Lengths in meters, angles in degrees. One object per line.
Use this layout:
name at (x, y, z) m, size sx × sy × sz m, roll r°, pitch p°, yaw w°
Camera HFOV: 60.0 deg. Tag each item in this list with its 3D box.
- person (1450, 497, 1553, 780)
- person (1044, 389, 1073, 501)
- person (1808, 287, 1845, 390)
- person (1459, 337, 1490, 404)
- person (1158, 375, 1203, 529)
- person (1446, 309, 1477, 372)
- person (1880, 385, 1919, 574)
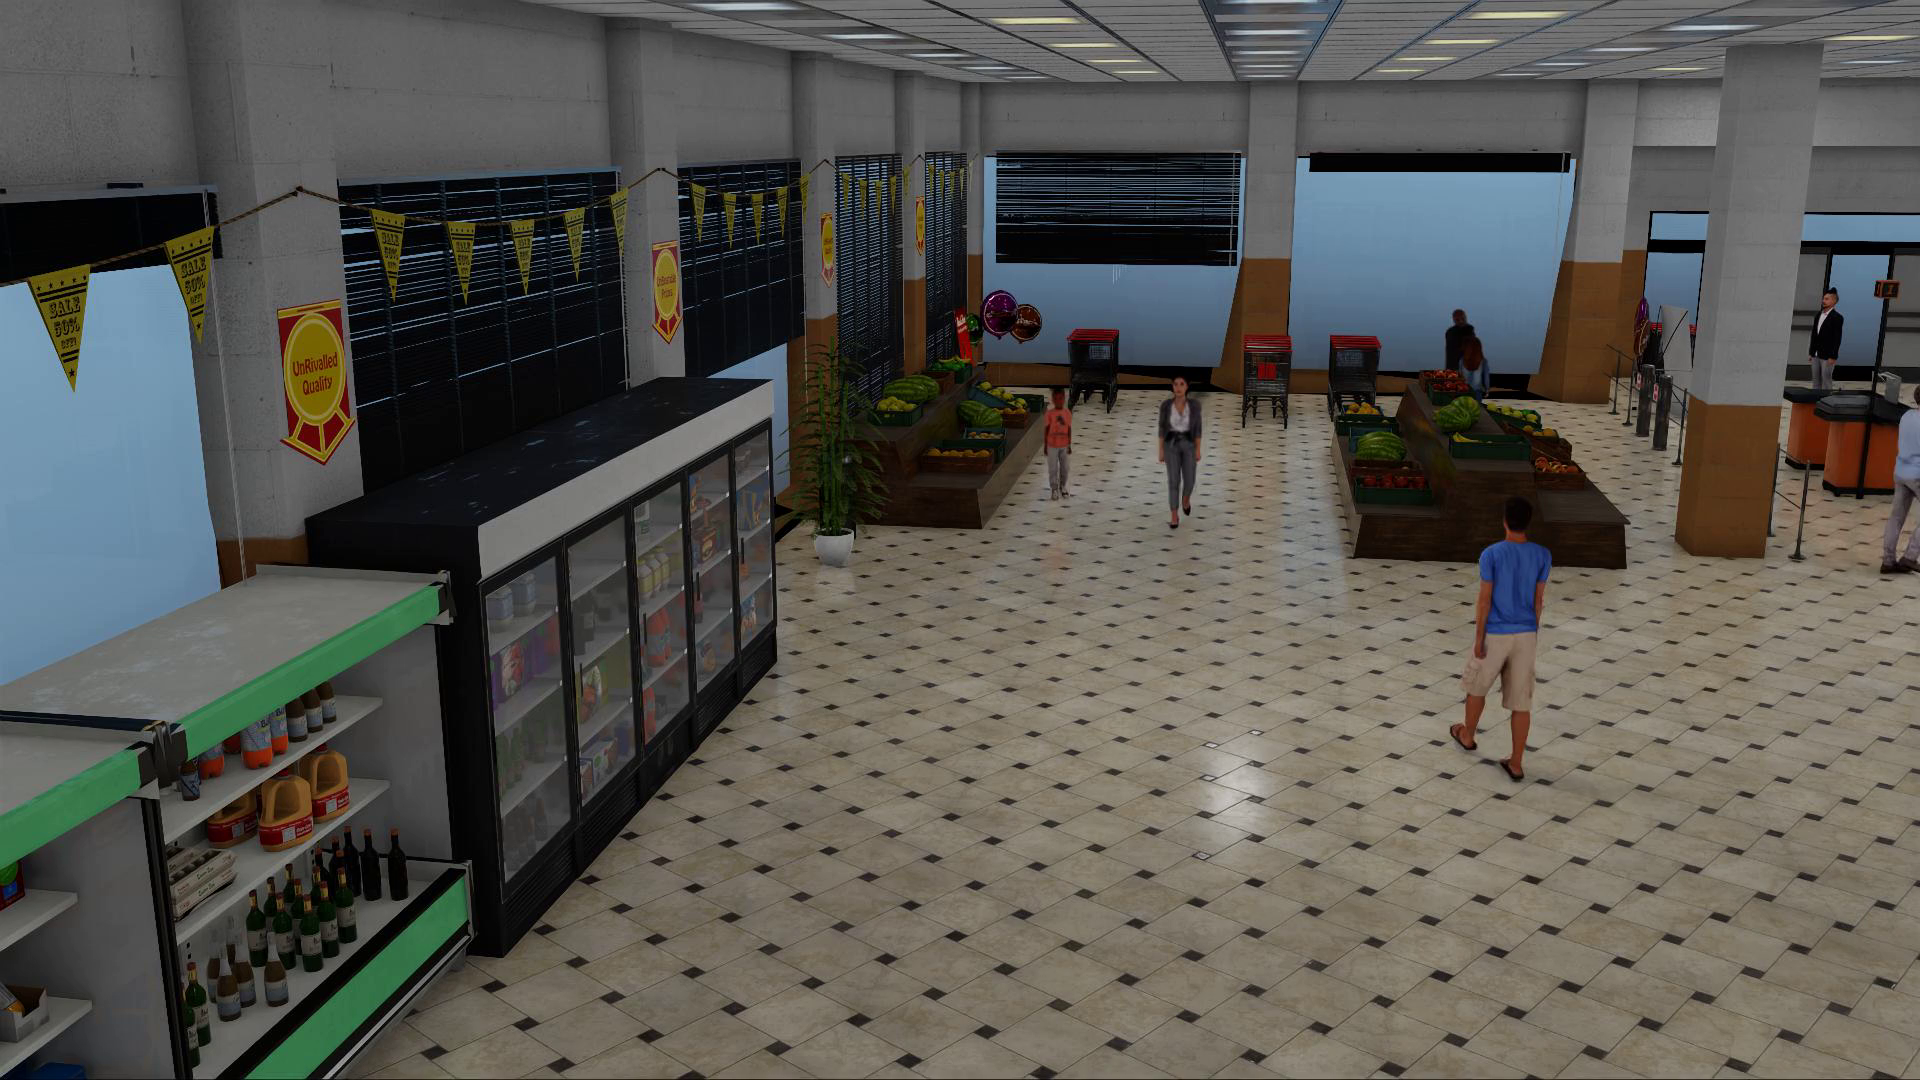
person at (3.628, 0.667, 10.906) m, size 0.753 × 1.835 × 1.071 m, roll 0°, pitch 14°, yaw -1°
person at (1.136, -1.125, 19.420) m, size 0.502 × 1.304 × 0.531 m, roll 0°, pitch 14°, yaw 1°
person at (13.079, -2.843, 25.137) m, size 0.839 × 1.949 × 0.677 m, roll -3°, pitch 14°, yaw -11°
person at (7.023, -2.047, 22.861) m, size 0.611 × 1.475 × 0.549 m, roll 5°, pitch 15°, yaw 21°
person at (2.387, -0.964, 17.992) m, size 0.605 × 1.666 × 0.704 m, roll 2°, pitch 14°, yaw 10°
person at (7.083, -2.405, 23.688) m, size 0.942 × 1.780 × 0.845 m, roll 8°, pitch 16°, yaw 29°
person at (9.080, -0.582, 15.963) m, size 0.808 × 1.879 × 0.713 m, roll -2°, pitch 14°, yaw -10°
